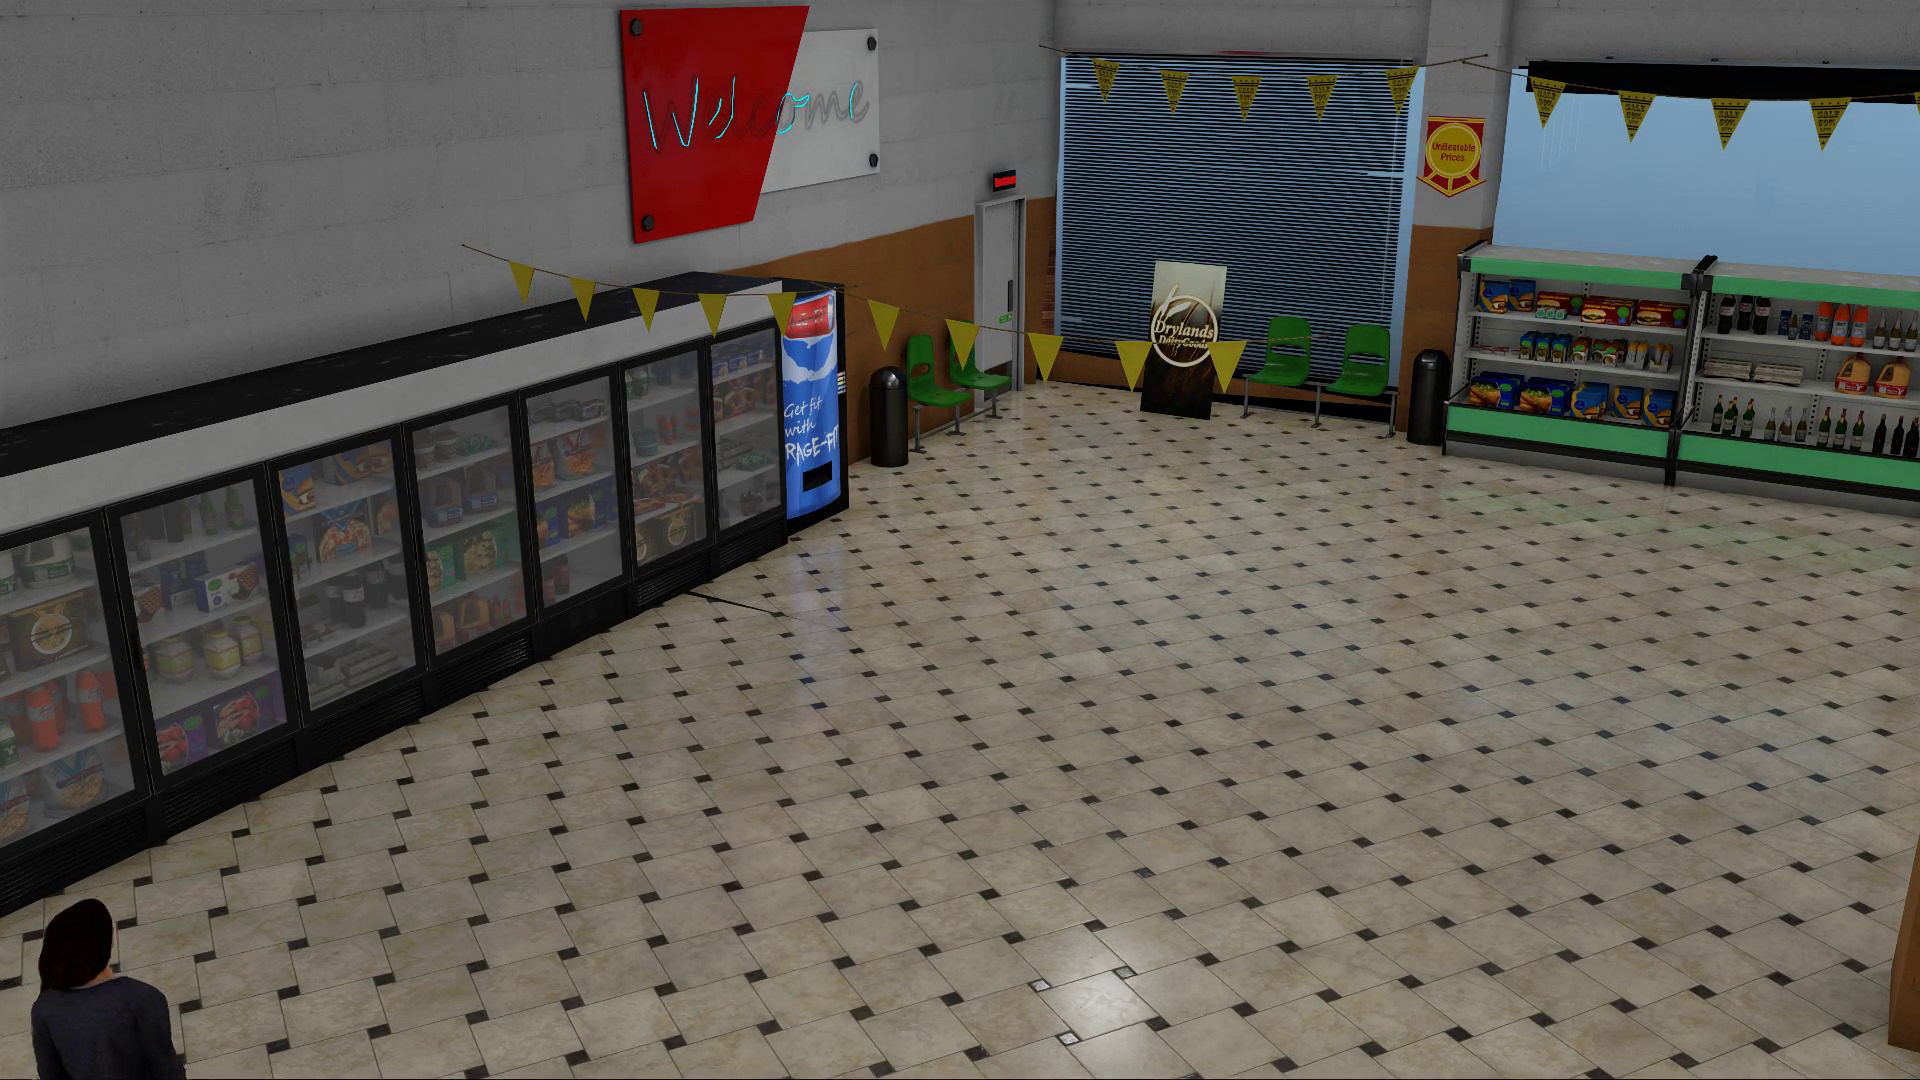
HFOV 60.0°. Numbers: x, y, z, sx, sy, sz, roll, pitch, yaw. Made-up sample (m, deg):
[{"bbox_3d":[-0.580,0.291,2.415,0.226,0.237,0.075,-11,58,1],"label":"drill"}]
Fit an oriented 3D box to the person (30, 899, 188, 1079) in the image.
[{"bbox_3d":[-2.877,2.074,5.673,0.827,1.759,0.868,-1,19,-2],"label":"person"}]
